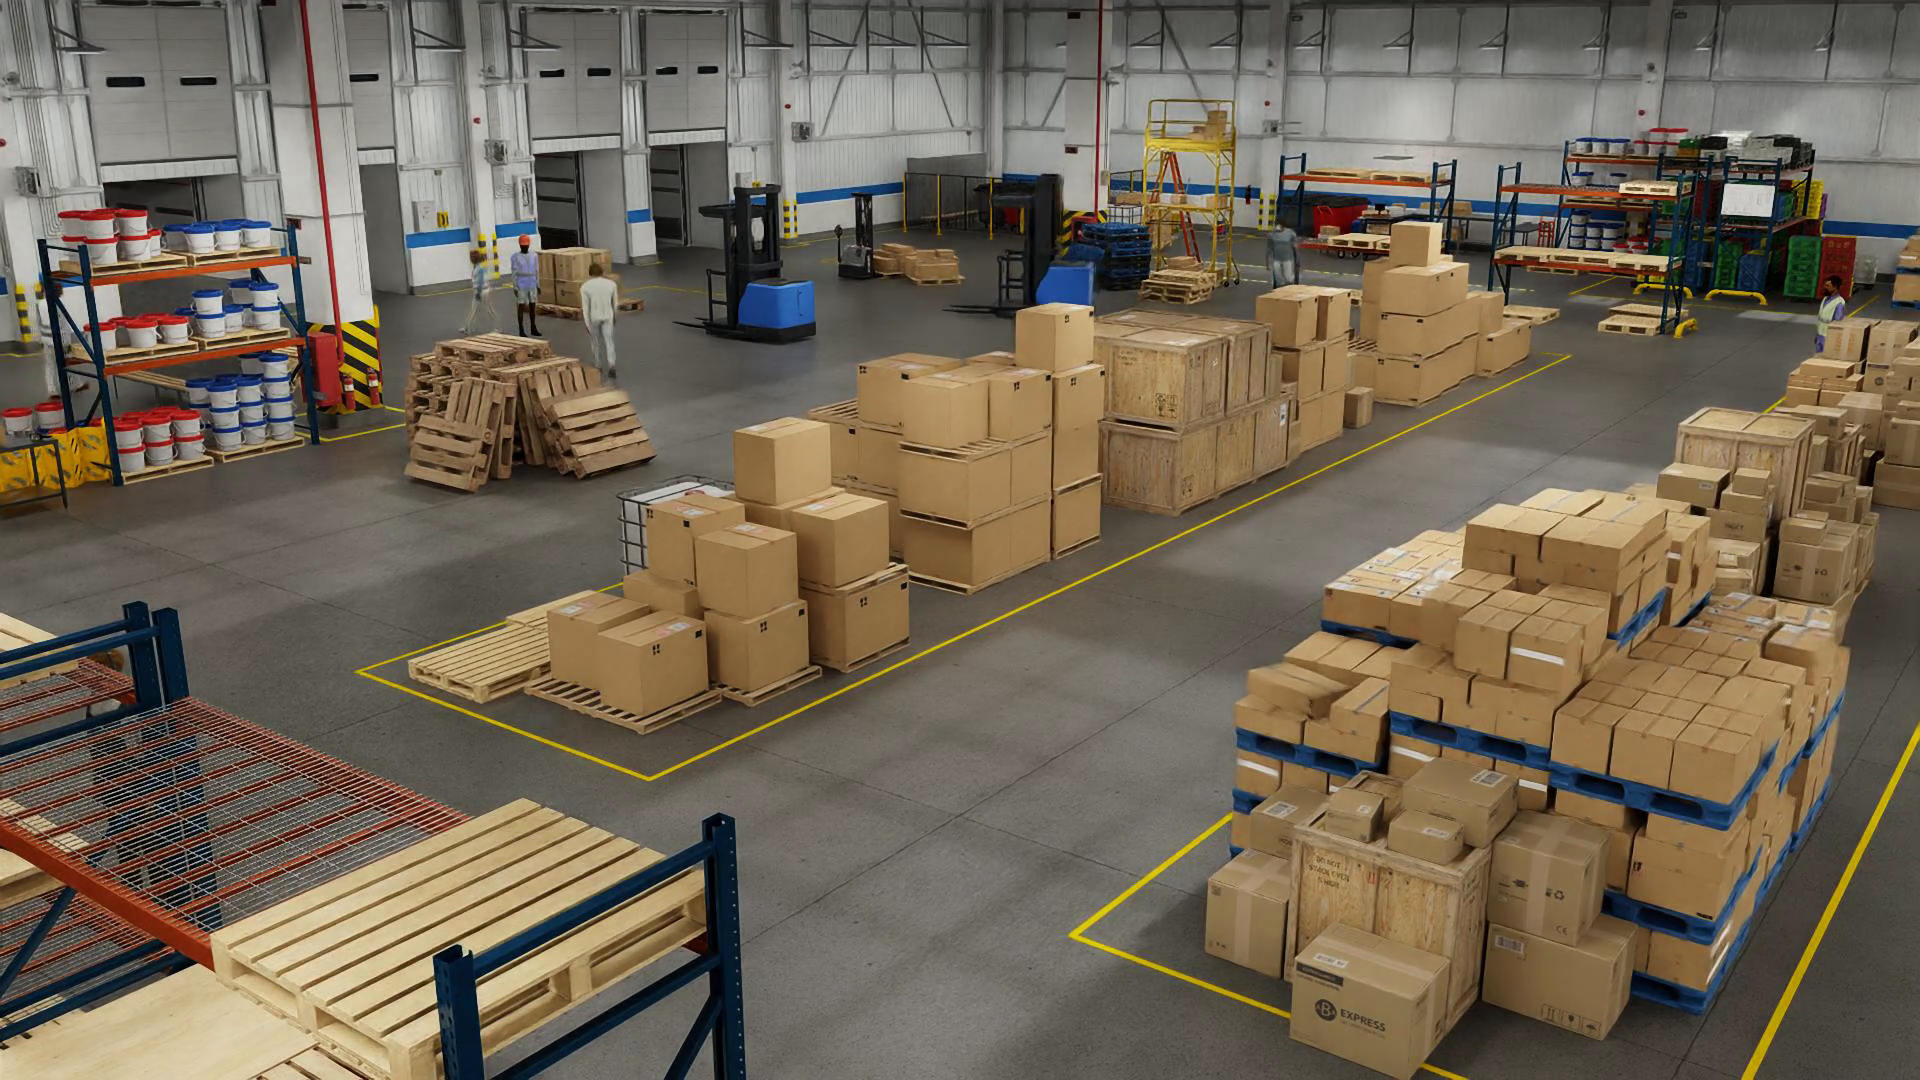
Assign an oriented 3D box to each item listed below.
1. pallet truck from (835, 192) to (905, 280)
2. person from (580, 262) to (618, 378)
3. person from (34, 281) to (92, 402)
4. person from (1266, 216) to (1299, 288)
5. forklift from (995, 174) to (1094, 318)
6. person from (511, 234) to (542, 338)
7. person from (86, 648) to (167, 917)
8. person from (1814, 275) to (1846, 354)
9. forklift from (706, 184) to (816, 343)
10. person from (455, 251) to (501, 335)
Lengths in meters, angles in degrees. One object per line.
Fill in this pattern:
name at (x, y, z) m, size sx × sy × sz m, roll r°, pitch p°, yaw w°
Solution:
pallet truck at (-1.936, -7.159, 38.982) m, size 1.885 × 1.965 × 0.823 m, roll -12°, pitch 21°, yaw -34°
person at (-5.940, -3.651, 27.547) m, size 0.627 × 1.908 × 0.982 m, roll -7°, pitch 18°, yaw -21°
person at (-13.992, -3.107, 25.841) m, size 0.608 × 1.827 × 0.968 m, roll 2°, pitch 17°, yaw 5°
person at (6.696, -5.792, 34.623) m, size 0.649 × 1.897 × 0.532 m, roll 8°, pitch 18°, yaw 24°
forklift at (1.720, -5.872, 33.217) m, size 1.873 × 2.768 × 1.129 m, roll 3°, pitch 17°, yaw 10°
person at (-8.112, -4.770, 31.181) m, size 0.547 × 1.934 × 0.376 m, roll -13°, pitch 21°, yaw -36°
person at (-5.252, 1.536, 10.449) m, size 0.504 × 1.847 × 0.345 m, roll 7°, pitch 18°, yaw 21°
person at (13.481, -3.150, 25.843) m, size 0.392 × 1.919 × 0.593 m, roll 1°, pitch 17°, yaw 3°
forklift at (-3.717, -5.181, 30.929) m, size 1.873 × 2.768 × 1.129 m, roll 12°, pitch 21°, yaw 35°
person at (-9.105, -4.635, 31.307) m, size 0.870 × 1.594 × 0.543 m, roll -10°, pitch 20°, yaw -31°
